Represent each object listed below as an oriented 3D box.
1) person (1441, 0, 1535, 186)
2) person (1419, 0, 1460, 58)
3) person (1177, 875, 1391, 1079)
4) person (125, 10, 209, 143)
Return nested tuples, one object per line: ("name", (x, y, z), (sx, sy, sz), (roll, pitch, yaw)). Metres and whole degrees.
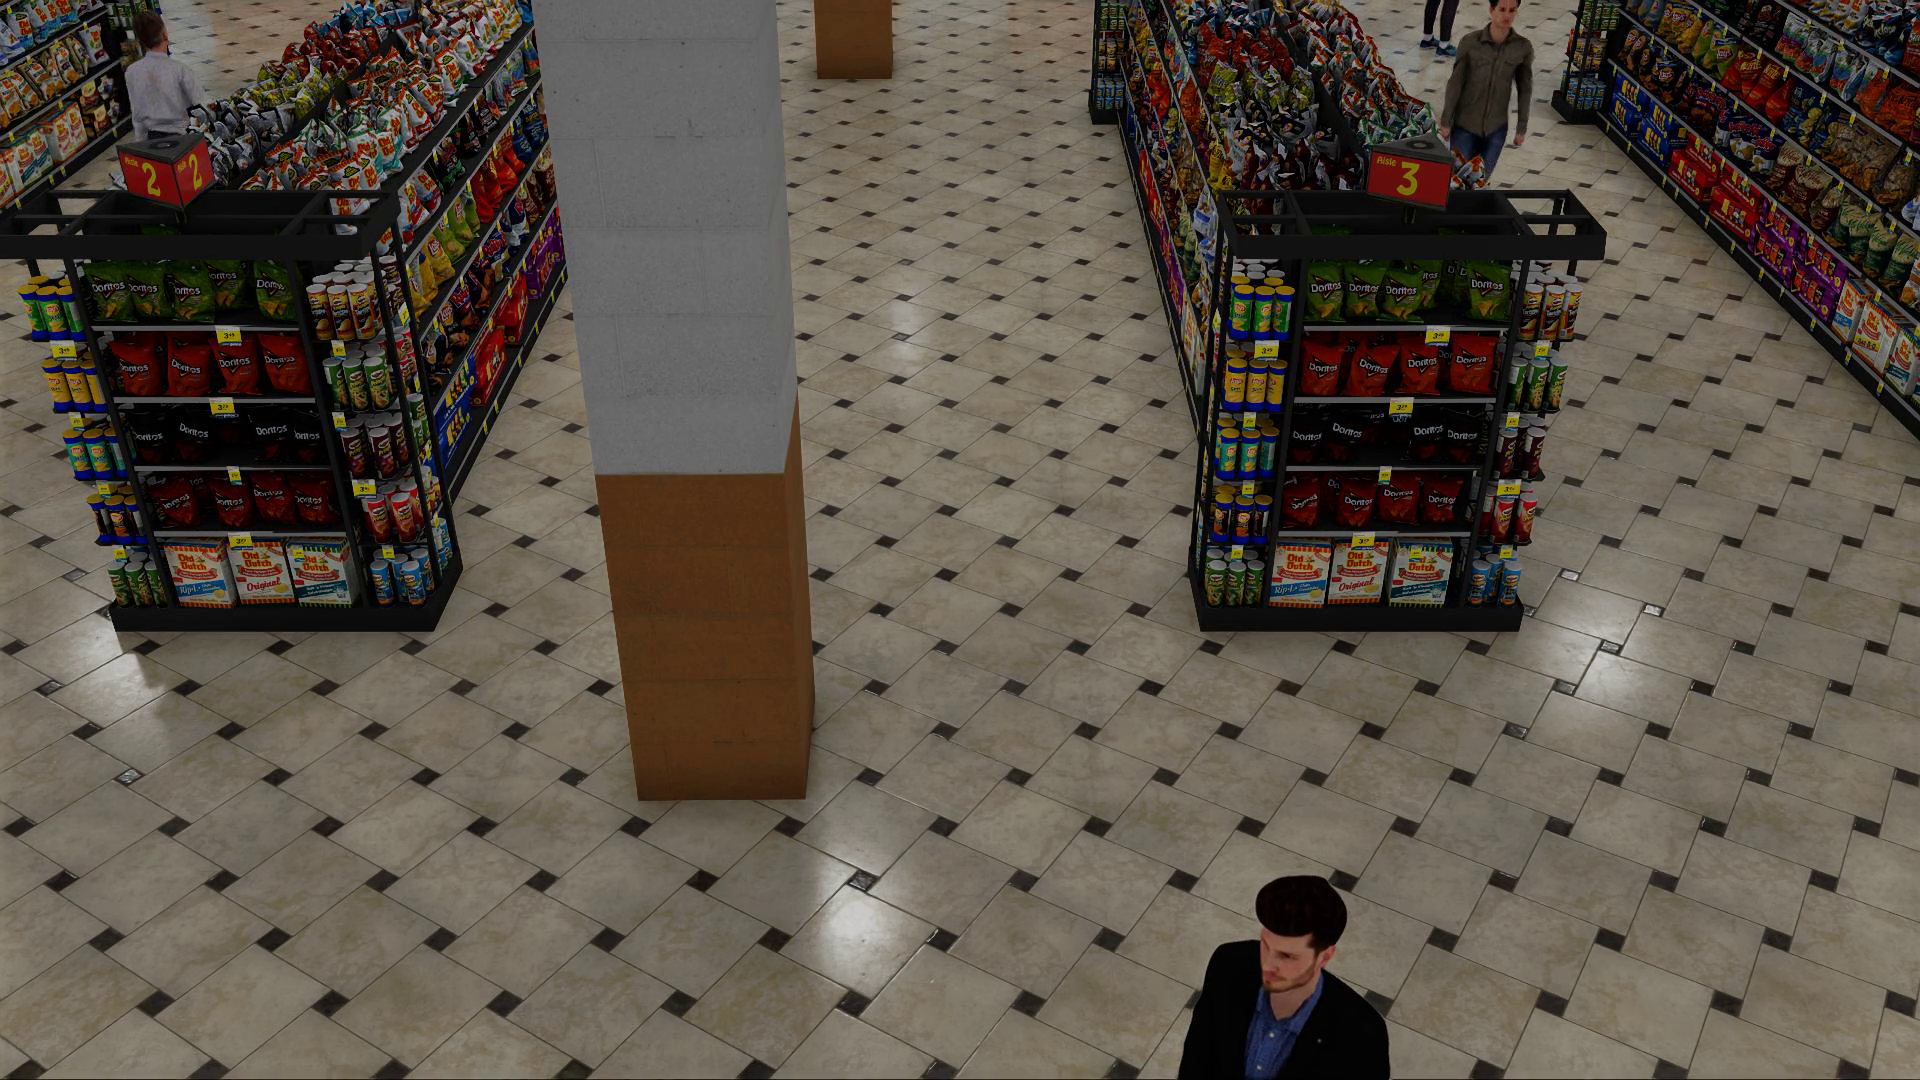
("person", (3.593, -2.898, 11.523), (0.726, 1.857, 0.633), (2, 32, 3))
("person", (4.689, -5.574, 15.851), (0.807, 1.829, 0.609), (-9, 33, -14))
("person", (0.796, 1.574, 4.302), (0.791, 1.894, 0.828), (24, 39, 33))
("person", (-5.204, -2.536, 11.019), (0.768, 1.775, 1.208), (5, 32, 7))
